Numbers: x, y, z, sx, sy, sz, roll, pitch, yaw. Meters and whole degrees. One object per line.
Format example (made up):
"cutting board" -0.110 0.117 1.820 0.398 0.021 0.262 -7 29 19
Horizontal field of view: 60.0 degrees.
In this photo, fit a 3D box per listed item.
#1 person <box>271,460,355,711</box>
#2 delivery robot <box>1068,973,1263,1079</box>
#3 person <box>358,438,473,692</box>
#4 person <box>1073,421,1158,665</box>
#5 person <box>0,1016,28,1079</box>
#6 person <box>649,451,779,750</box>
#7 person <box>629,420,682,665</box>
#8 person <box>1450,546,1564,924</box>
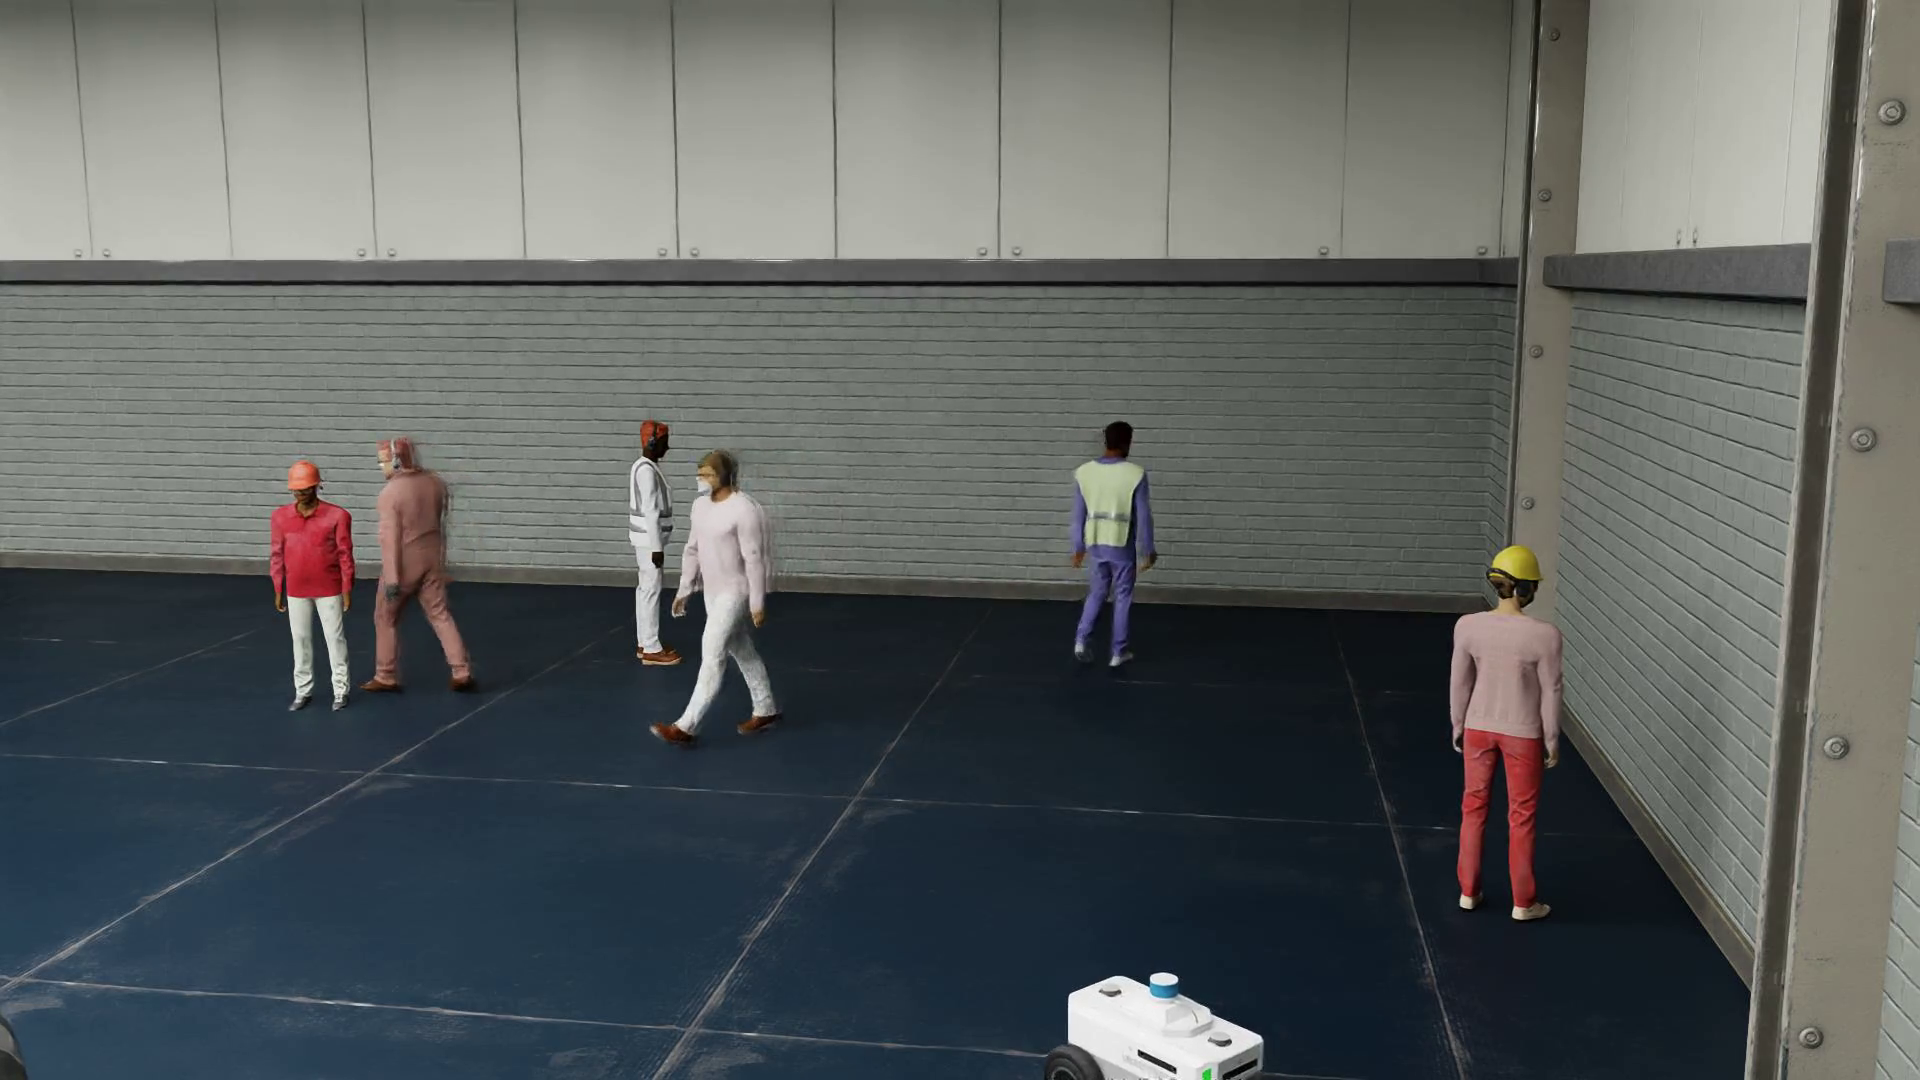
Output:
"person" -4.455 0.316 11.451 0.565 1.745 0.348 0 9 -2
"delivery robot" 0.716 1.771 5.857 0.477 0.478 0.707 -8 12 -40
"person" -3.898 0.194 11.888 0.910 1.863 0.660 4 10 24
"person" 1.185 0.033 12.729 0.621 1.895 0.484 6 11 32
"person" -1.960 1.513 3.166 0.613 2.039 0.388 8 12 39
"person" -1.571 0.377 10.642 1.023 1.879 0.628 -7 12 -38
"person" -2.375 0.017 12.864 0.355 1.887 0.573 -3 10 -16
"person" 2.554 0.903 7.788 0.523 1.763 0.329 7 12 39
